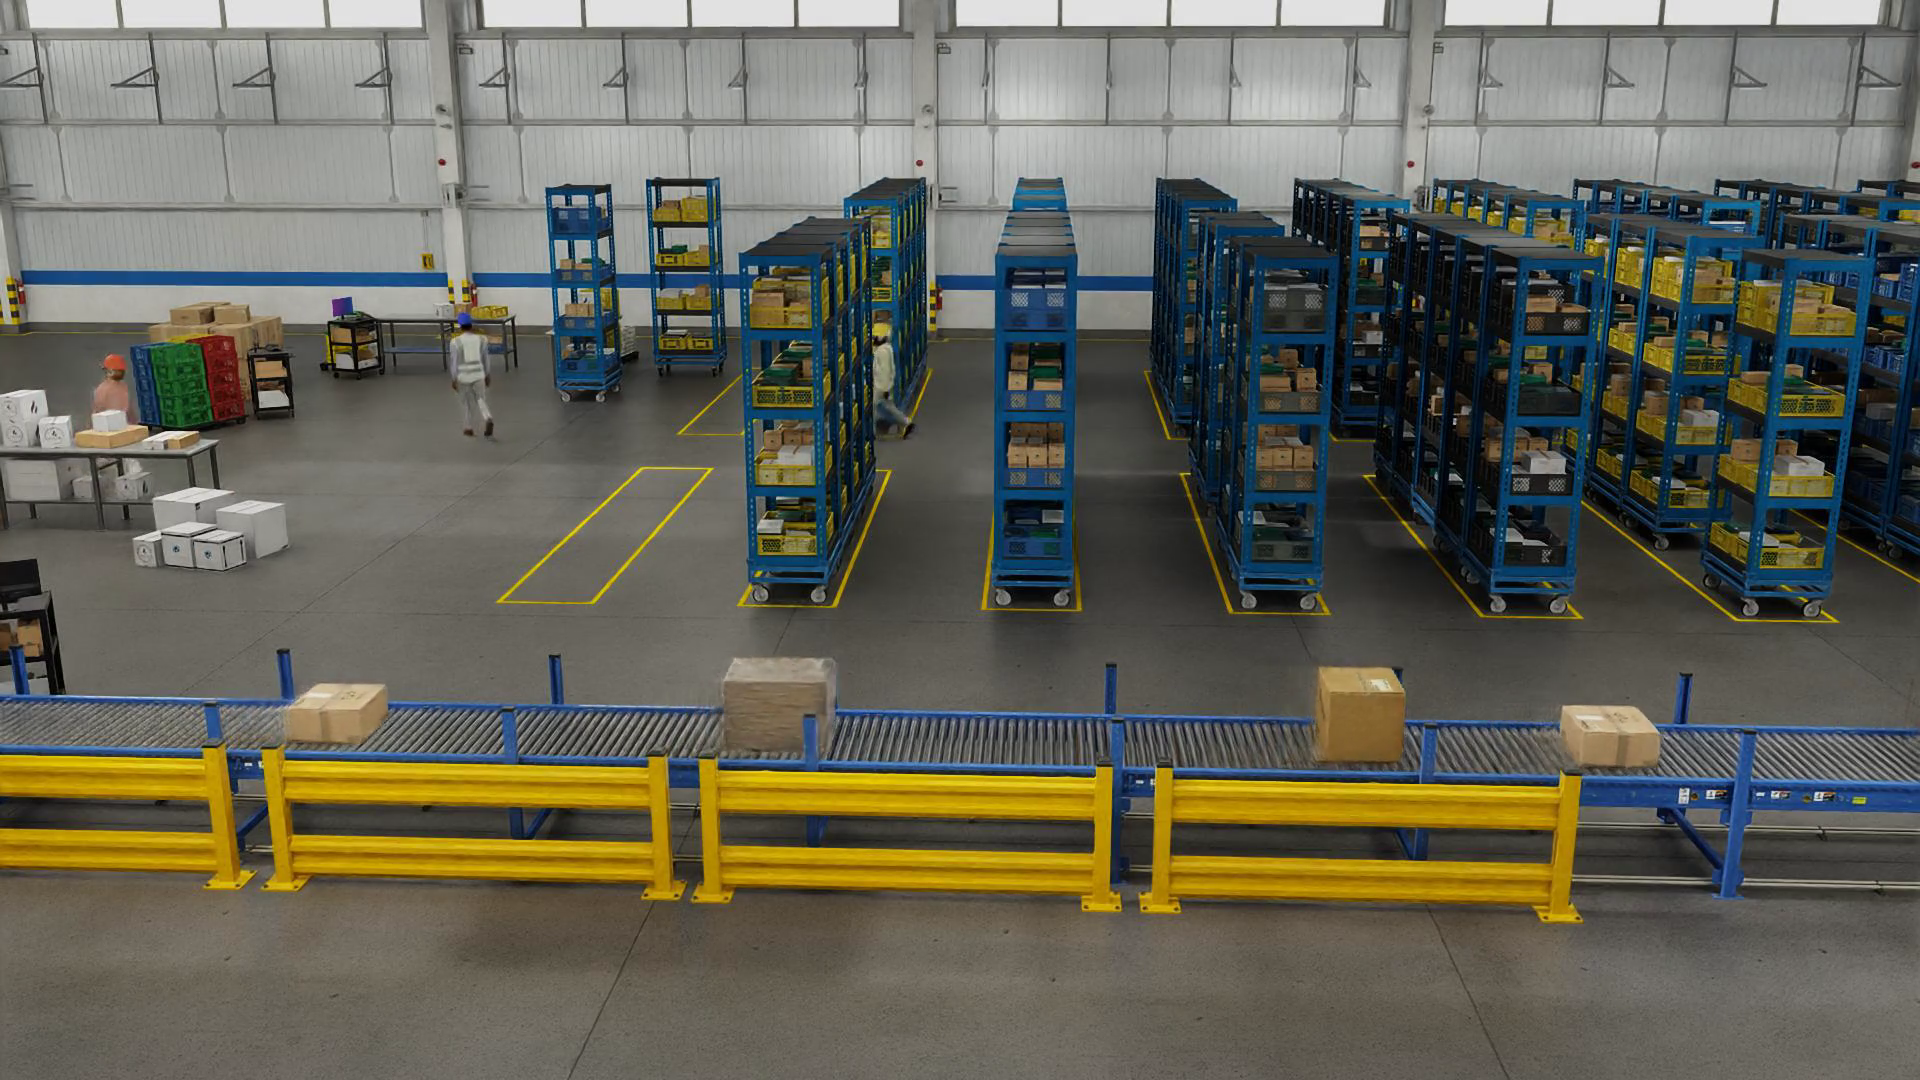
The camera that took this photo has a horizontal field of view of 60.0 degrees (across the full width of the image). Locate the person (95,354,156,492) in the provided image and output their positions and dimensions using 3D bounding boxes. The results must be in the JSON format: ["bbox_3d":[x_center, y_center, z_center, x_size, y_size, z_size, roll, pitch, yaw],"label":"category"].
[{"bbox_3d":[-10.715,-1.396,21.080,1.099,1.933,0.621,-1,15,-3],"label":"person"}]

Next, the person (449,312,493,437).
[{"bbox_3d":[-7.358,-2.473,25.100,0.622,1.917,0.676,-11,19,-36],"label":"person"}]

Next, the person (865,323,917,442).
[{"bbox_3d":[-1.090,-2.354,24.872,0.826,1.803,0.593,1,15,4],"label":"person"}]
